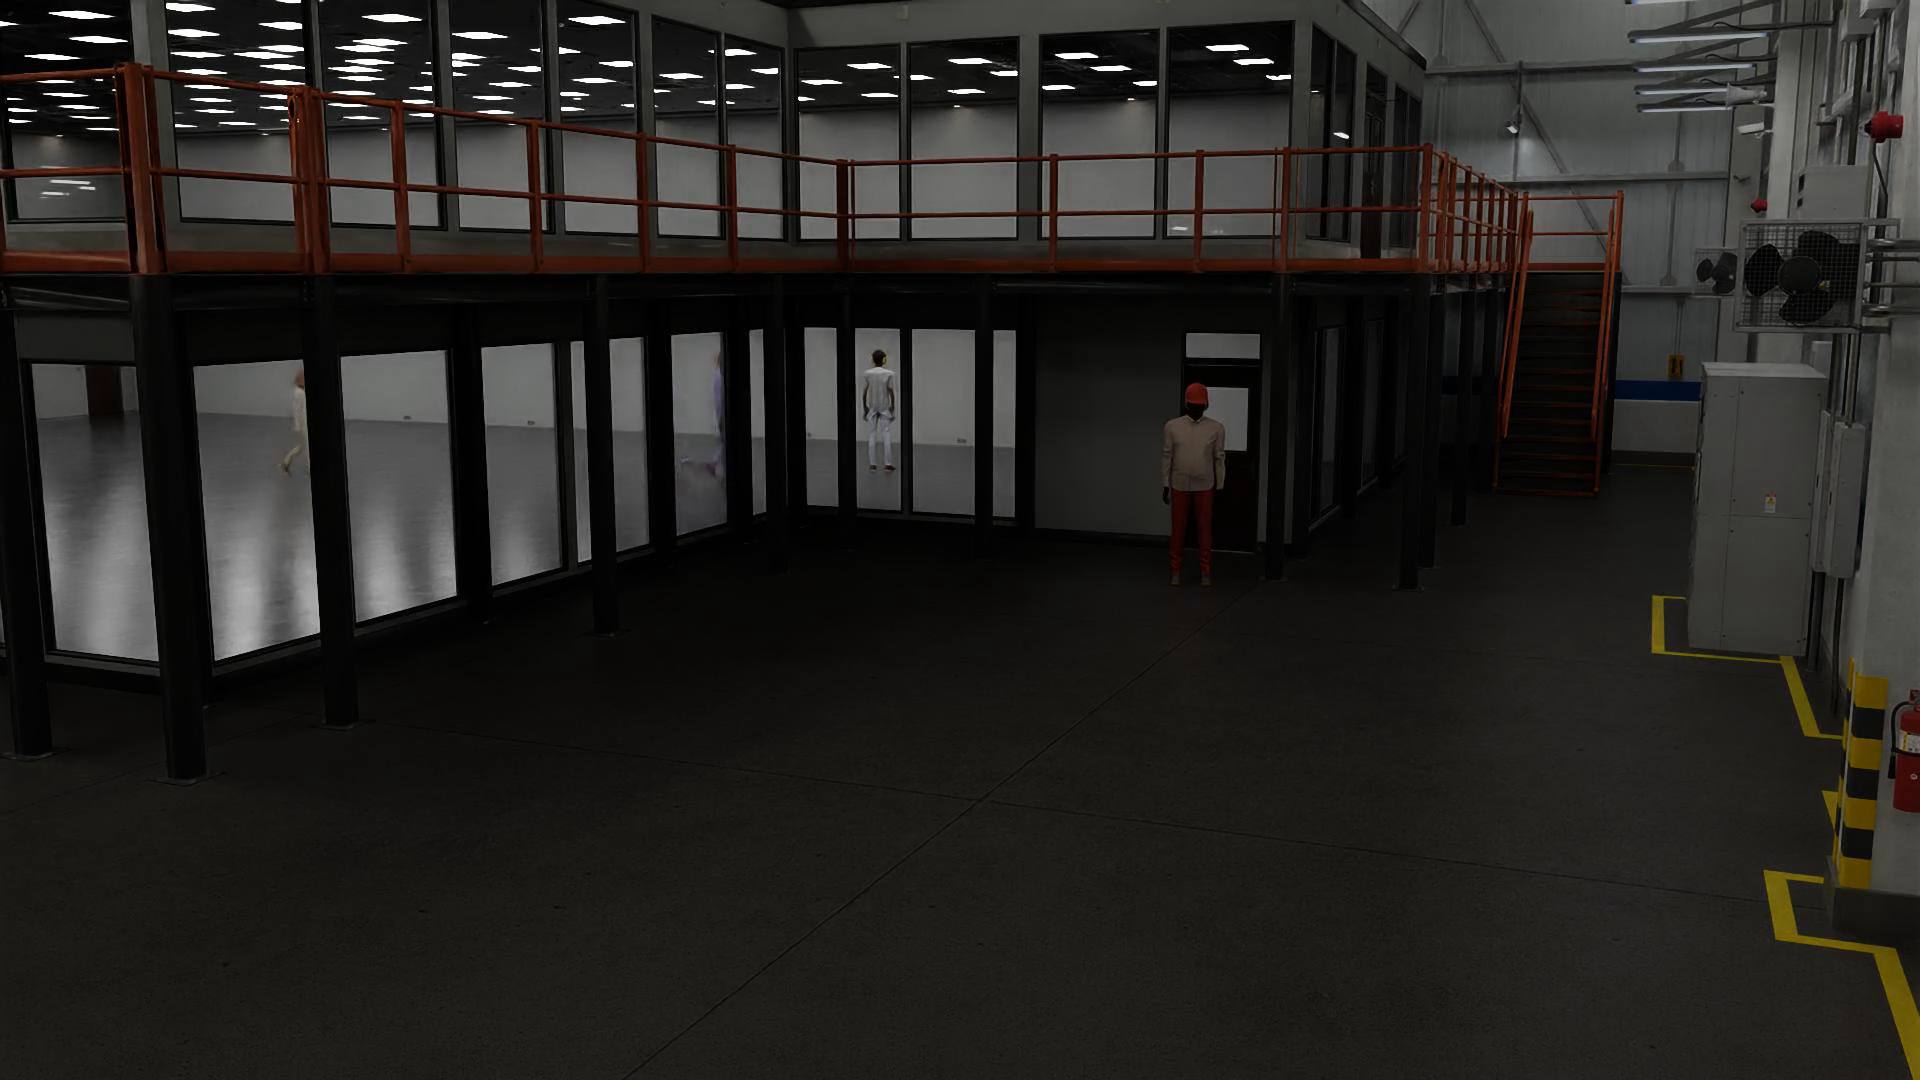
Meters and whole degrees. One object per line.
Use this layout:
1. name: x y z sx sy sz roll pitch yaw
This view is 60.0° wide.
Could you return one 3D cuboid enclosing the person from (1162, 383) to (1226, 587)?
1. person: 2.258 -0.530 16.102 0.612 1.986 0.406 1 9 8
